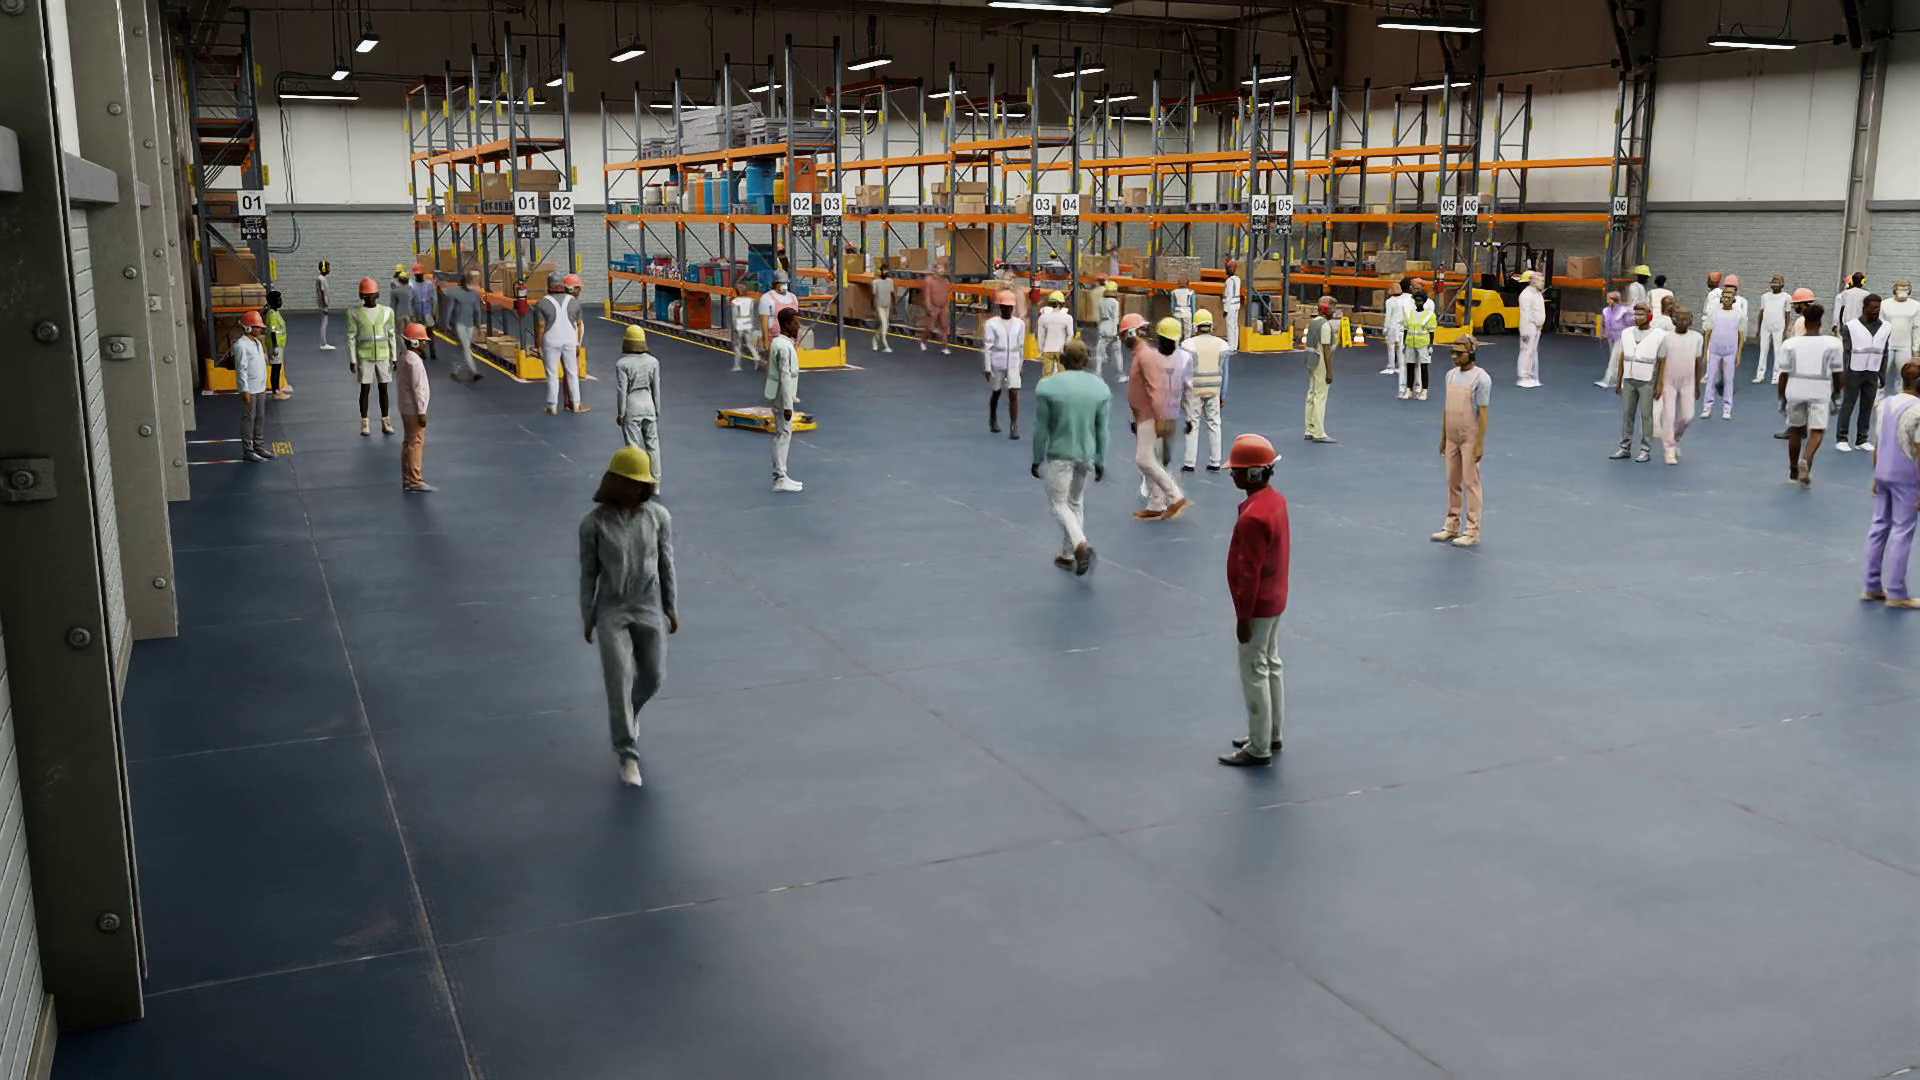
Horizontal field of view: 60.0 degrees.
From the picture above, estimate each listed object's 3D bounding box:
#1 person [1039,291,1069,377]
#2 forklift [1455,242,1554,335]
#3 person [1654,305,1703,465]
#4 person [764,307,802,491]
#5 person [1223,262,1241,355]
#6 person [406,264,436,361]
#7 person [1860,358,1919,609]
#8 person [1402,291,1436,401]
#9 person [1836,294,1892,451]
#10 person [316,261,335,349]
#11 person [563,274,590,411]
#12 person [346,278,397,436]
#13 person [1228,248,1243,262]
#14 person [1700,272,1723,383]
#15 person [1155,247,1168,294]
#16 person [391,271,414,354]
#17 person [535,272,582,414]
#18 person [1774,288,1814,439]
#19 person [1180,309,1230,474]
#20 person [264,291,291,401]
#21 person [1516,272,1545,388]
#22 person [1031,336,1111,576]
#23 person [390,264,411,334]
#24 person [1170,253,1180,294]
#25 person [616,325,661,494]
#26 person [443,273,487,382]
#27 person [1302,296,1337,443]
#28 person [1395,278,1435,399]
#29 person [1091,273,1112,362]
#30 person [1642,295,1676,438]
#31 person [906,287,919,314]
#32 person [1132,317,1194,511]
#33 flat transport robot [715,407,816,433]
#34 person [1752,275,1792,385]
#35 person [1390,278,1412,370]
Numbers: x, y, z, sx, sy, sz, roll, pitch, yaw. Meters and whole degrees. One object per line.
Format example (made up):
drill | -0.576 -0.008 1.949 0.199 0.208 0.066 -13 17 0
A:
person | 1.544 -3.245 27.108 0.519 1.622 0.561 2 11 9
forklift | 13.047 -6.049 39.881 2.313 2.155 1.214 -5 12 -23
person | 8.235 -1.777 19.093 0.542 1.830 0.458 2 11 10
person | -1.839 -1.460 17.298 0.393 1.911 0.584 -2 11 -10
person | 5.516 -4.713 33.886 0.355 1.883 0.574 6 13 28
person | -10.524 -4.447 32.531 0.561 1.882 0.991 -5 12 -24
person | 6.879 -0.411 12.150 0.340 1.838 0.508 -3 11 -13
person | 7.058 -2.988 25.614 0.533 1.694 0.319 9 14 39
person | 10.918 -2.021 20.133 0.586 1.912 0.383 -1 11 -3
person | -13.463 -4.967 35.244 0.327 1.861 0.511 -5 12 -22
person | -5.641 -2.874 24.254 0.390 1.991 0.625 -5 12 -23
person | -7.618 -2.377 21.608 0.614 2.040 0.391 -7 13 -30
person | 8.531 -8.116 51.402 0.591 1.800 0.890 -5 12 -23
person | 12.774 -3.601 28.236 0.349 1.882 0.577 9 14 39
person | 6.204 -8.111 51.295 0.624 1.837 0.429 7 13 32
person | -10.864 -4.390 32.590 0.561 1.747 0.529 -1 11 -5
person | -5.811 -2.847 23.998 0.688 2.000 0.536 -7 13 -32
person | 10.693 -2.238 21.207 0.545 1.928 0.390 -11 16 -44
person | 2.680 -1.639 18.432 0.587 1.823 0.404 -3 11 -13
person | -10.537 -2.989 25.619 0.320 1.690 0.536 -3 12 -17
person | 9.489 -3.487 27.598 0.403 1.906 0.650 9 14 38
person | 0.907 -0.651 13.172 0.631 1.910 0.775 -4 12 -21
person | -12.743 -5.437 38.016 0.496 1.719 0.791 -4 12 -20
person | 6.659 -8.027 51.361 0.266 1.631 0.507 -2 11 -12
person | -3.289 -1.313 16.959 0.493 1.743 0.299 -10 15 -40
person | -8.494 -3.634 28.478 1.067 1.852 0.696 8 13 34
person | 4.524 -2.145 20.951 0.389 1.837 0.563 -2 11 -10
person | 7.039 -3.113 25.776 0.579 1.880 0.386 4 12 19
person | 2.782 -4.312 32.266 0.405 1.712 0.610 -8 13 -34
person | 9.016 -2.217 21.371 0.529 1.829 0.543 -3 11 -14
person | -1.276 -7.162 46.506 0.556 1.820 0.994 -3 12 -16
person | 1.950 -1.259 16.334 0.592 1.893 0.729 -4 12 -18
flat transport robot | -2.616 -1.622 22.287 0.652 0.197 1.431 -10 15 -41
person | 13.673 -3.532 27.980 0.508 1.846 0.345 10 15 42
person | 8.071 -3.912 30.283 0.540 1.697 0.317 4 12 20
